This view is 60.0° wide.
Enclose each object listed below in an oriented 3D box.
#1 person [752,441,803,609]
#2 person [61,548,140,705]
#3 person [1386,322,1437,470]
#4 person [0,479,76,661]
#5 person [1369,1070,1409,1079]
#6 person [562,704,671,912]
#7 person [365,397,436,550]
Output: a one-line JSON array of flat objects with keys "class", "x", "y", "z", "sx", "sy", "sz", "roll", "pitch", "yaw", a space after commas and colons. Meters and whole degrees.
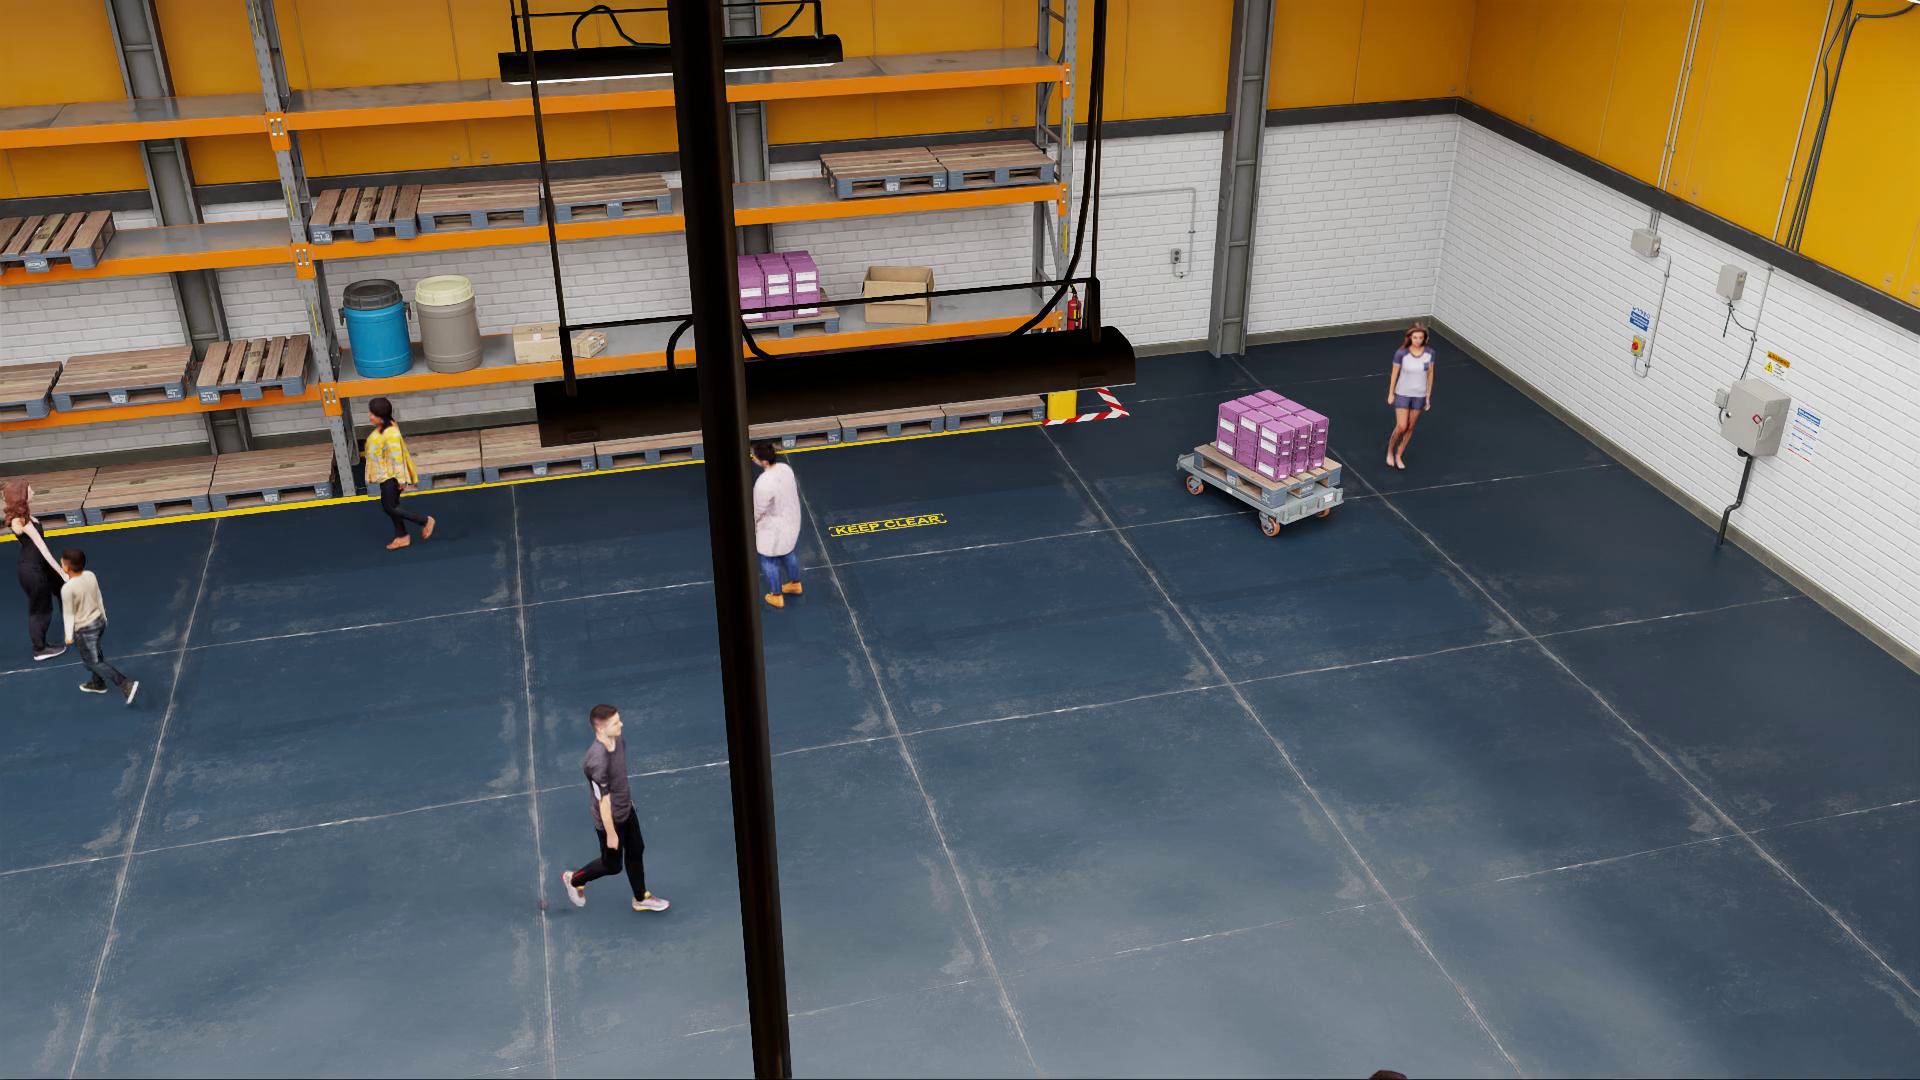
[{"class": "person", "x": -1.675, "y": -0.128, "z": 15.427, "sx": 0.900, "sy": 1.722, "sz": 0.830, "roll": 24, "pitch": 36, "yaw": 36}, {"class": "person", "x": -7.349, "y": 0.752, "z": 14.100, "sx": 0.978, "sy": 1.448, "sz": 0.762, "roll": 4, "pitch": 29, "yaw": 7}, {"class": "person", "x": 4.885, "y": -1.601, "z": 18.135, "sx": 0.589, "sy": 1.714, "sz": 0.703, "roll": -1, "pitch": 29, "yaw": -1}, {"class": "person", "x": -8.239, "y": 0.299, "z": 14.643, "sx": 0.853, "sy": 1.723, "sz": 0.702, "roll": -17, "pitch": 33, "yaw": -28}, {"class": "person", "x": 2.207, "y": 3.486, "z": 8.914, "sx": 0.659, "sy": 1.614, "sz": 0.653, "roll": -15, "pitch": 32, "yaw": -25}, {"class": "person", "x": -2.488, "y": 1.920, "z": 11.645, "sx": 1.094, "sy": 1.747, "sz": 0.913, "roll": 5, "pitch": 29, "yaw": 9}, {"class": "person", "x": -5.557, "y": -0.660, "z": 16.485, "sx": 0.891, "sy": 1.643, "sz": 0.809, "roll": -15, "pitch": 32, "yaw": -25}]
